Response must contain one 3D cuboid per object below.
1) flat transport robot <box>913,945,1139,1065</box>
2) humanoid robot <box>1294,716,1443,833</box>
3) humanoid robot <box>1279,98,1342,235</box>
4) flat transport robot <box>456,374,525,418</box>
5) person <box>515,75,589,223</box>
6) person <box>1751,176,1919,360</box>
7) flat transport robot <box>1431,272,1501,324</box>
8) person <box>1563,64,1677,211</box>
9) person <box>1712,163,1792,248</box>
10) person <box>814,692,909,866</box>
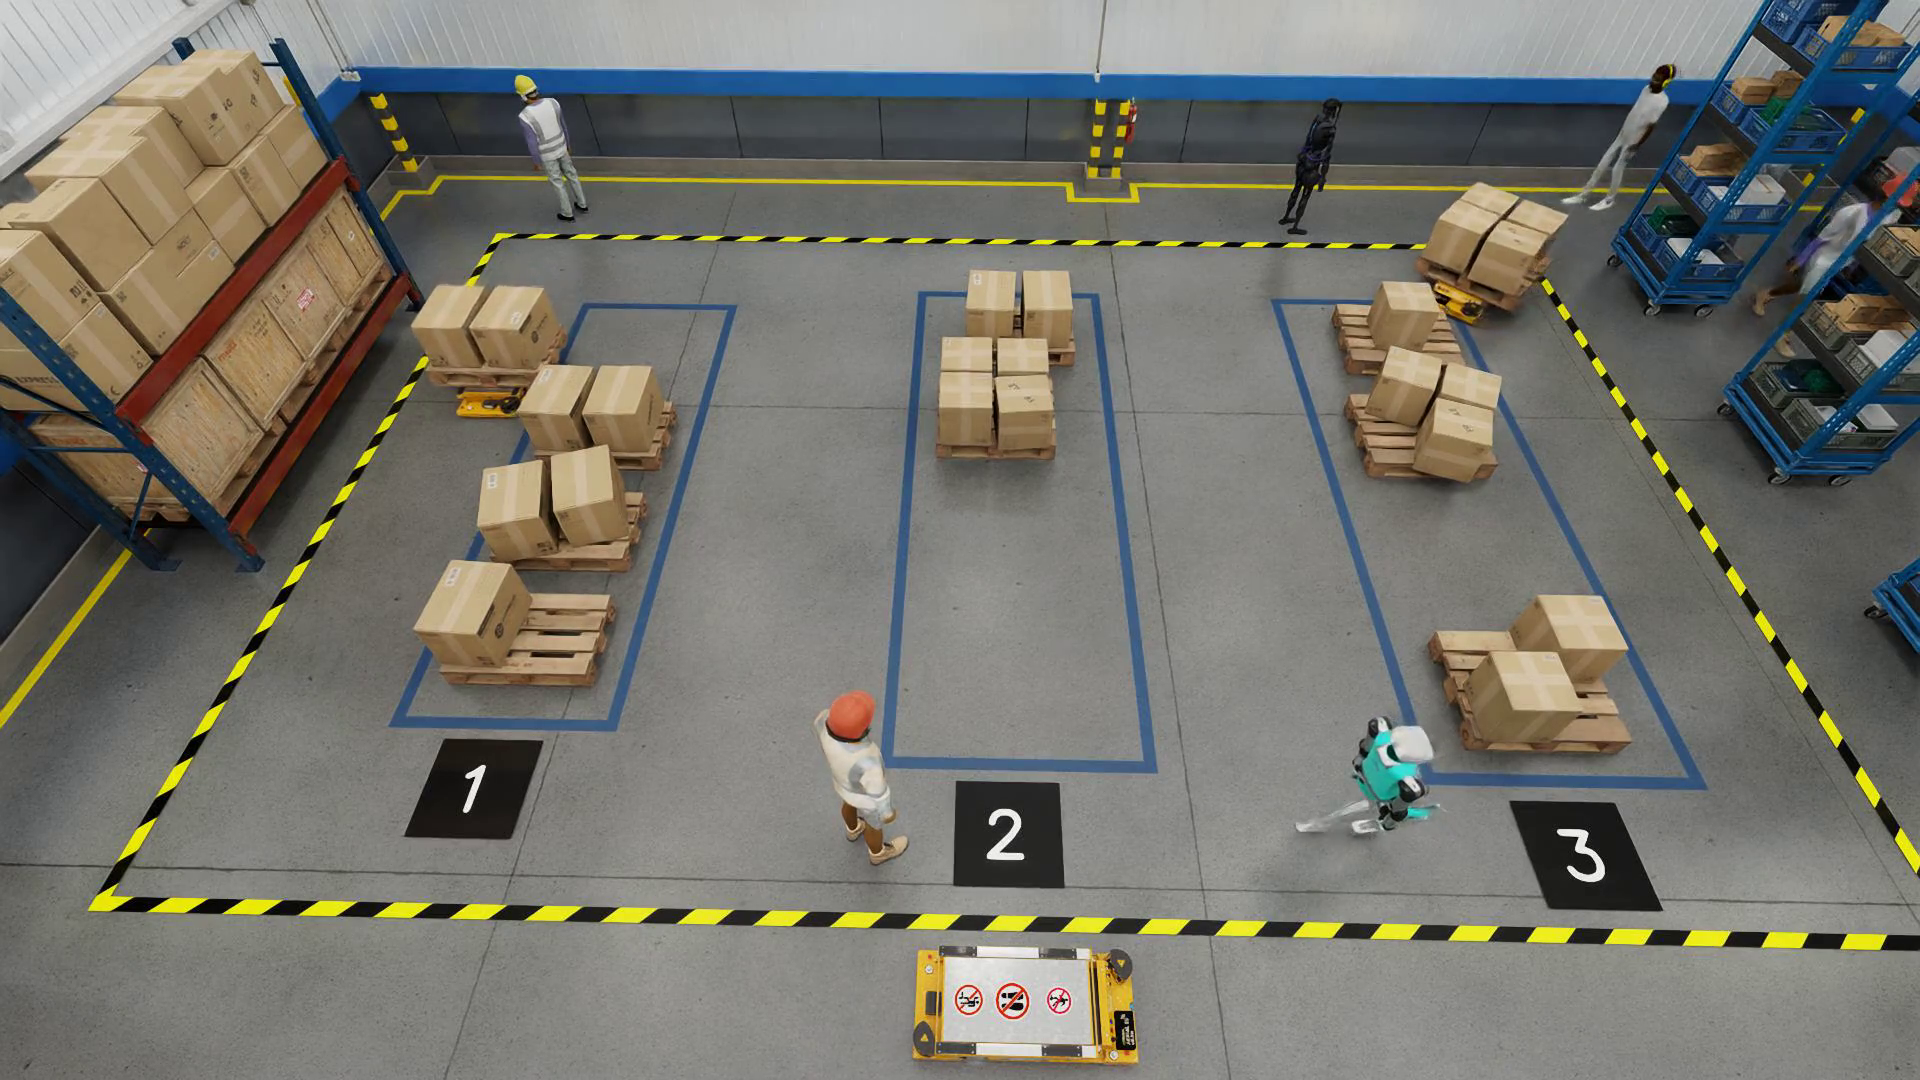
[{"bbox_3d":[0.422,3.041,6.007,1.431,0.231,0.659,1,51,1],"label":"flat transport robot"},{"bbox_3d":[2.942,1.678,6.161,0.893,1.743,0.553,-9,51,-7],"label":"humanoid robot"},{"bbox_3d":[4.352,-4.633,11.345,0.315,1.655,0.599,-8,51,-6],"label":"humanoid robot"},{"bbox_3d":[-4.940,-1.894,10.012,0.652,0.197,1.431,1,51,1],"label":"flat transport robot"},{"bbox_3d":[-5.114,-4.865,11.445,0.403,1.827,0.587,26,55,20],"label":"person"},{"bbox_3d":[9.356,-3.048,9.863,0.607,1.995,1.008,-1,51,-1],"label":"person"},{"bbox_3d":[6.182,-3.127,11.017,0.652,0.197,1.431,36,59,26],"label":"flat transport robot"},{"bbox_3d":[8.428,-5.057,11.590,0.477,1.874,0.518,-2,51,-2],"label":"person"},{"bbox_3d":[9.323,-4.058,10.842,0.492,1.741,0.315,-15,52,-12],"label":"person"},{"bbox_3d":[-0.636,1.587,6.048,0.368,2.044,0.613,-36,59,-25],"label":"person"}]
